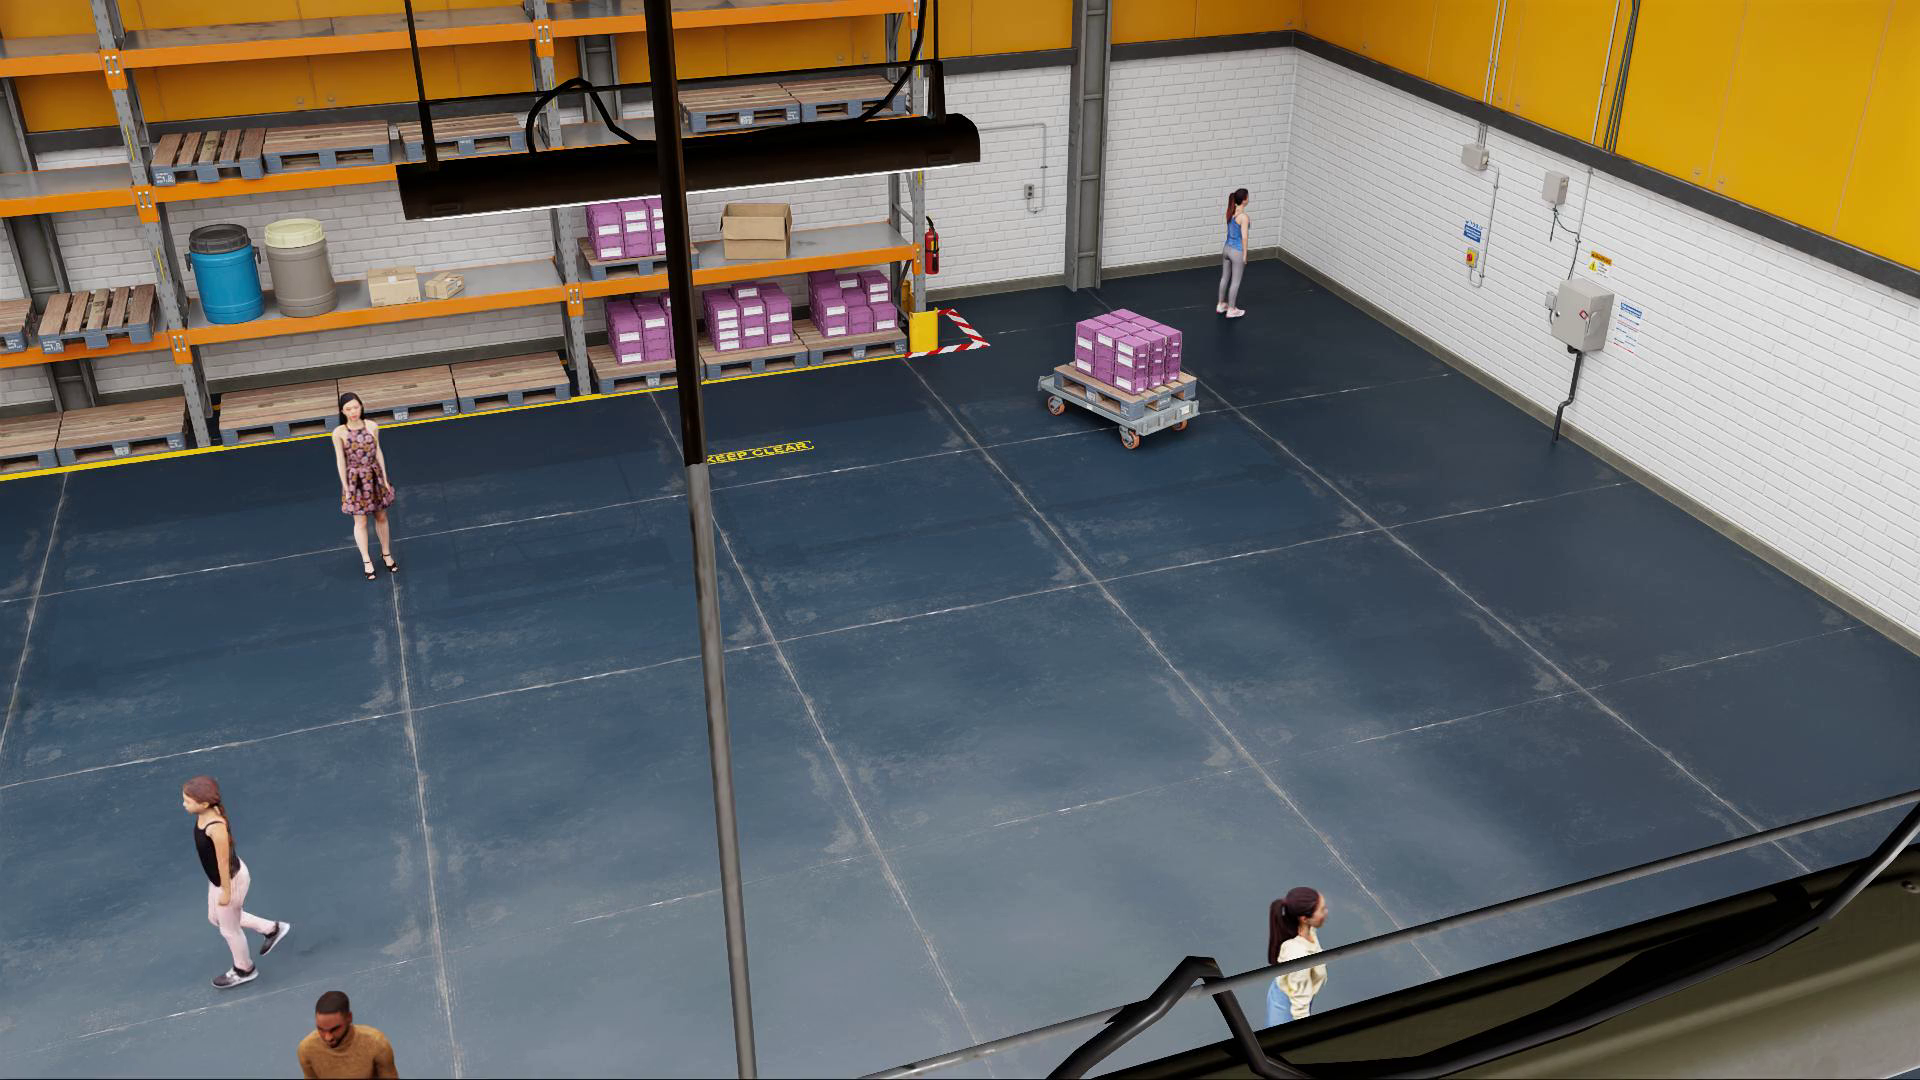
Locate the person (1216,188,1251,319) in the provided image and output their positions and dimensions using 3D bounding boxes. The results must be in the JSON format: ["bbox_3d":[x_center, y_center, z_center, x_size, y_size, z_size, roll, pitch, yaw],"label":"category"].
[{"bbox_3d":[3.404,-3.569,20.623,0.558,1.606,0.582,-15,32,-25],"label":"person"}]

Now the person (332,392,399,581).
[{"bbox_3d":[-5.291,-0.486,14.795,0.721,1.775,0.818,-22,35,-34],"label":"person"}]

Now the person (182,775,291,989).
[{"bbox_3d":[-4.480,2.087,10.309,0.789,1.554,0.606,-17,33,-28],"label":"person"}]

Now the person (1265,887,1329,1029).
[{"bbox_3d":[1.849,2.599,9.290,0.681,1.631,0.709,0,29,0],"label":"person"}]

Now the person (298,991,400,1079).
[{"bbox_3d":[-3.019,2.965,8.427,0.591,1.815,0.743,-1,29,-2],"label":"person"}]
